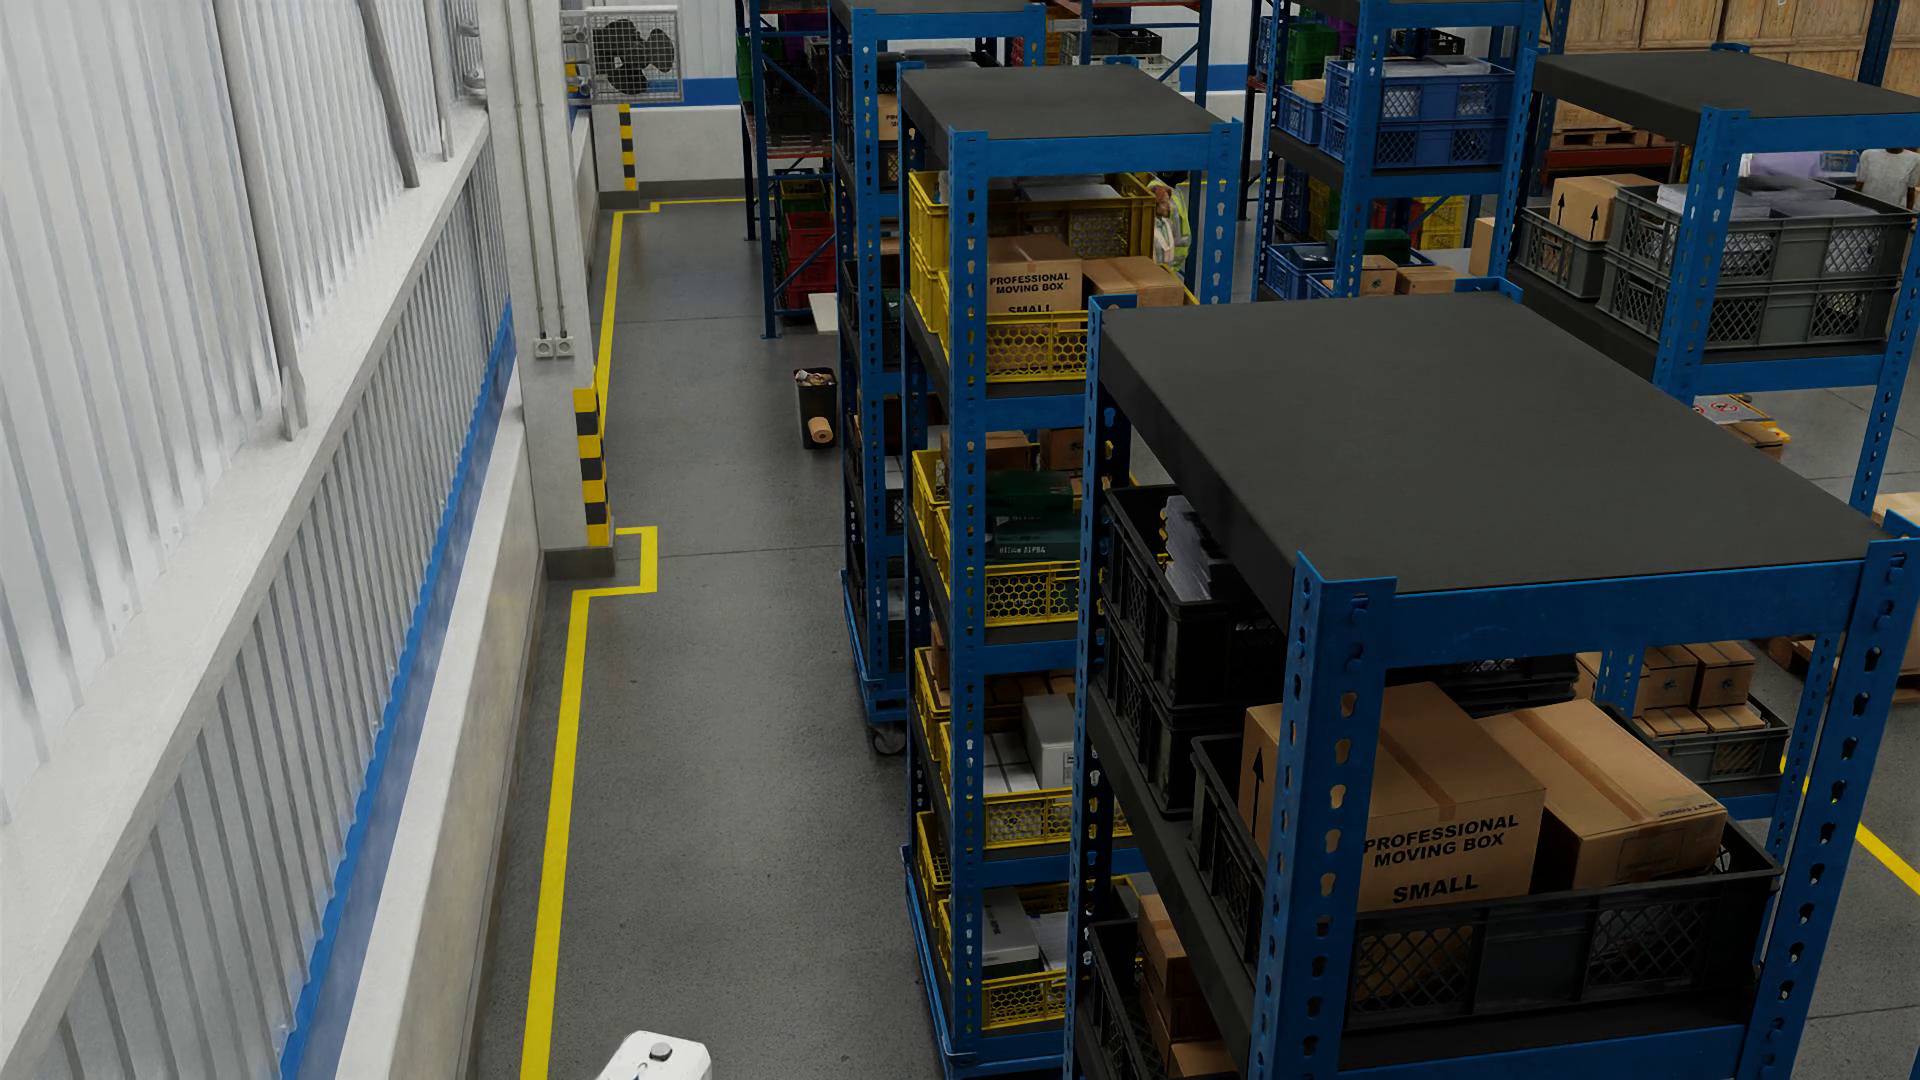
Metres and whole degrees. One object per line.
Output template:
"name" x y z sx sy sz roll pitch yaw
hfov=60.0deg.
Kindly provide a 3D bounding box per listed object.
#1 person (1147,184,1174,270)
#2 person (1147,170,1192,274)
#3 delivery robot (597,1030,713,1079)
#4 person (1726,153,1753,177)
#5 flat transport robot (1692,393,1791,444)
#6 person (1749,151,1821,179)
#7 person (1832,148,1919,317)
"person" 1.471 -1.911 12.787 0.308 1.645 0.514 14 28 27
"person" 1.605 -2.186 13.168 0.430 1.837 0.629 7 26 14
"delivery robot" -1.105 1.963 5.554 0.477 0.478 0.707 7 26 15
"person" 6.854 -3.015 14.919 0.579 1.875 0.343 -20 31 -37
"flat transport robot" 5.224 -0.859 12.132 1.431 0.197 0.652 -4 25 -8
"person" 6.994 -2.763 14.343 0.661 1.892 0.819 -10 27 -22
"person" 7.868 -2.707 14.263 0.520 1.862 0.335 13 28 26
